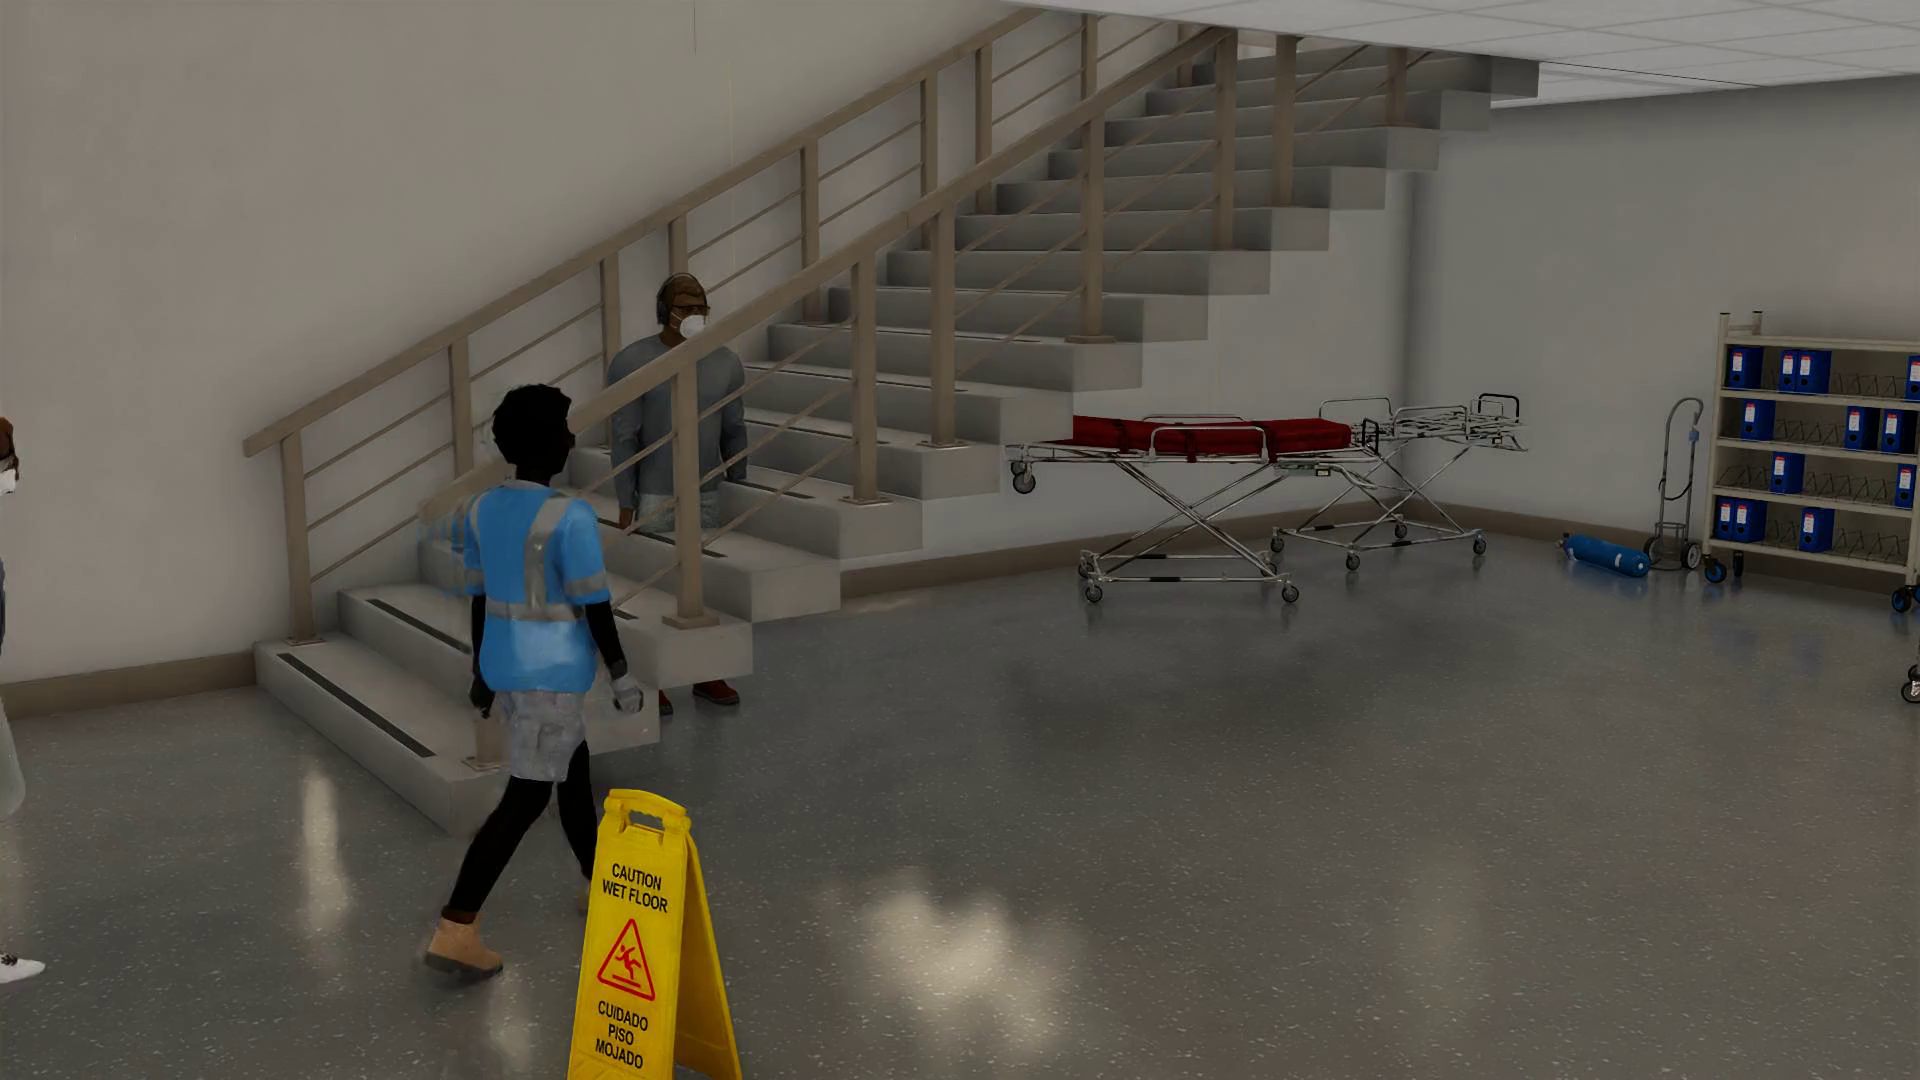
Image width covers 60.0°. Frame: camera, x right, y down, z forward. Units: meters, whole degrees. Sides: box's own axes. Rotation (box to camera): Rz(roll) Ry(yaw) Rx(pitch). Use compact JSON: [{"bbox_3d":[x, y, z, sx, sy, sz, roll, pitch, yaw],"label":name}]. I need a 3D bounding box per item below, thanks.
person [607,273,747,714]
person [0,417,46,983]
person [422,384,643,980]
[{"bbox_3d":[-1.226,-0.199,7.317,0.625,1.932,0.370,-6,12,-31],"label":"person"},{"bbox_3d":[-2.766,0.445,4.519,0.479,1.606,0.526,-4,11,-21],"label":"person"},{"bbox_3d":[-1.228,0.380,4.759,0.532,1.656,0.872,10,14,44],"label":"person"}]
